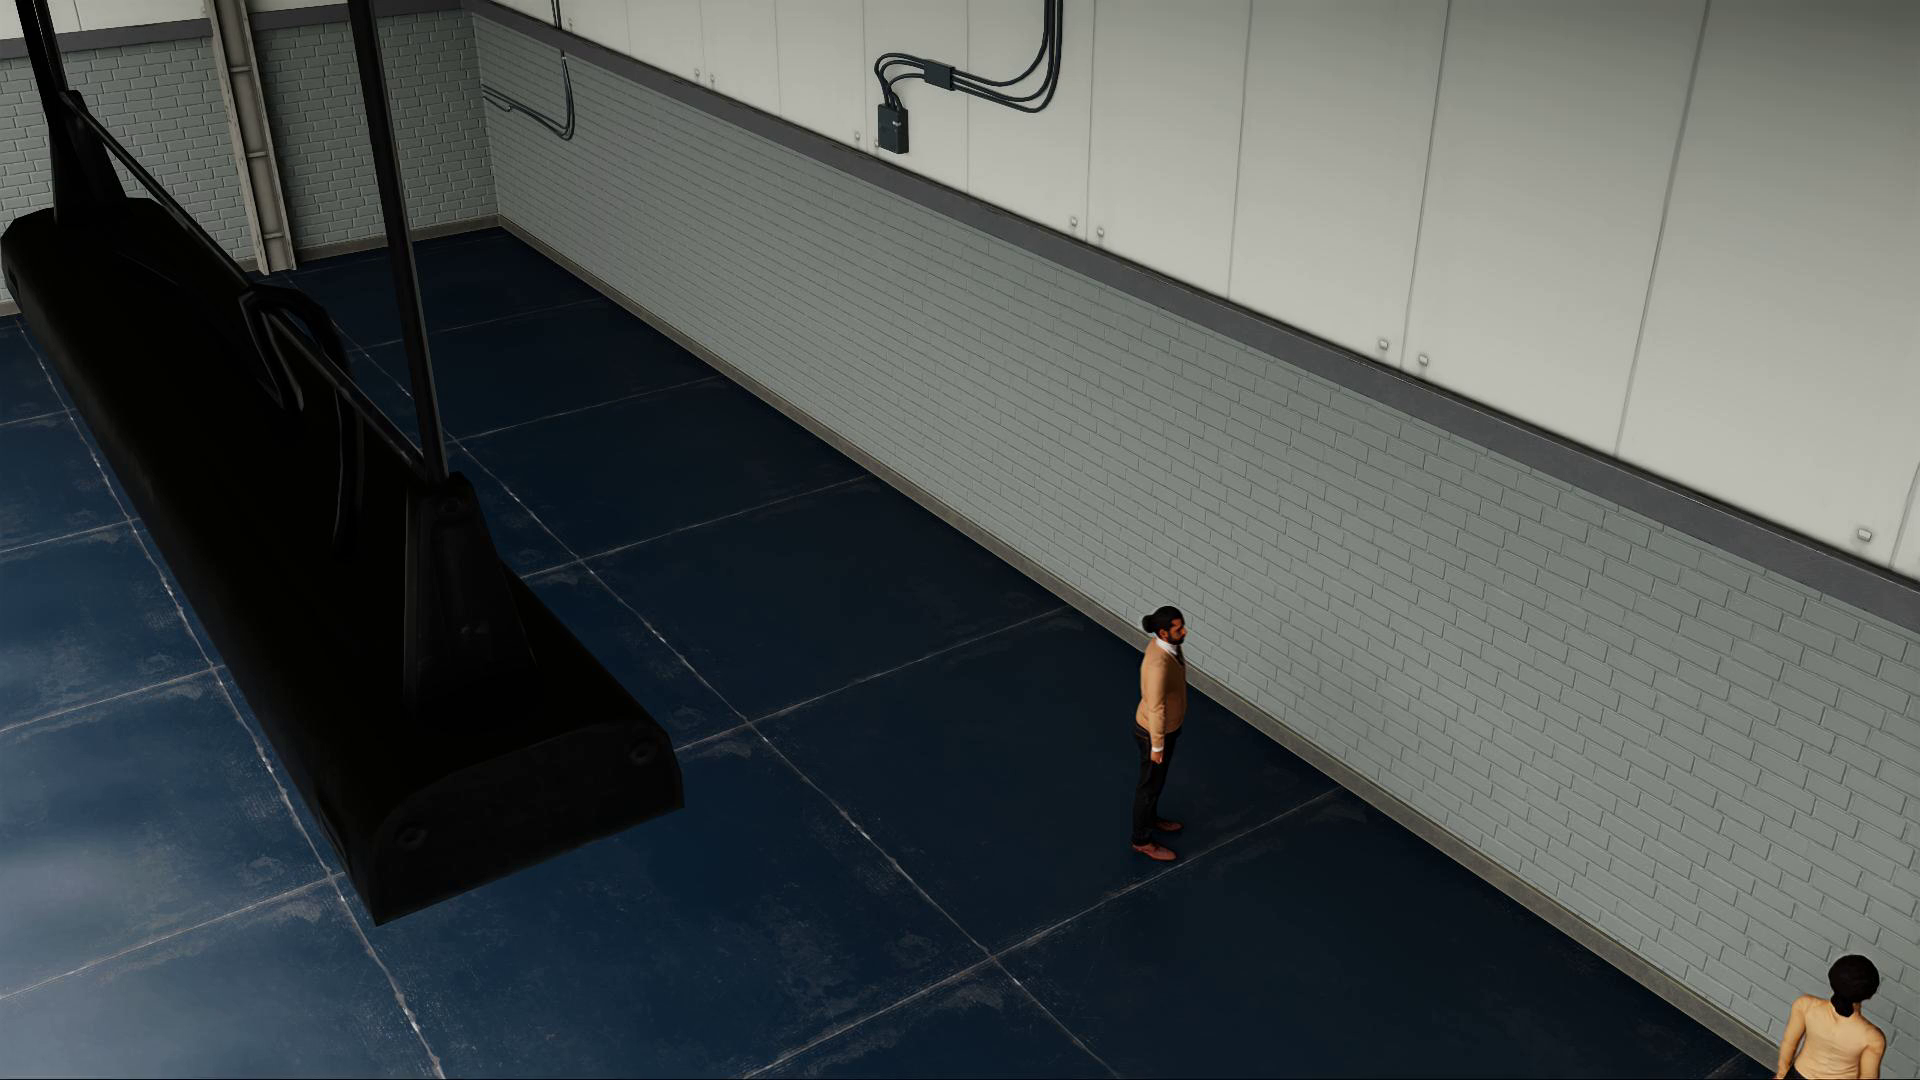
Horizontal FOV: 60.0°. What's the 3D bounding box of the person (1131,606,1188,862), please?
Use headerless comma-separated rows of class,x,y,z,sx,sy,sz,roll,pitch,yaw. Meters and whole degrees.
person,1.255,1.178,10.459,0.811,1.754,0.734,7,29,12

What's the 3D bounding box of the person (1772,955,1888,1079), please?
person,4.064,2.616,7.859,0.631,1.660,0.627,24,36,37
